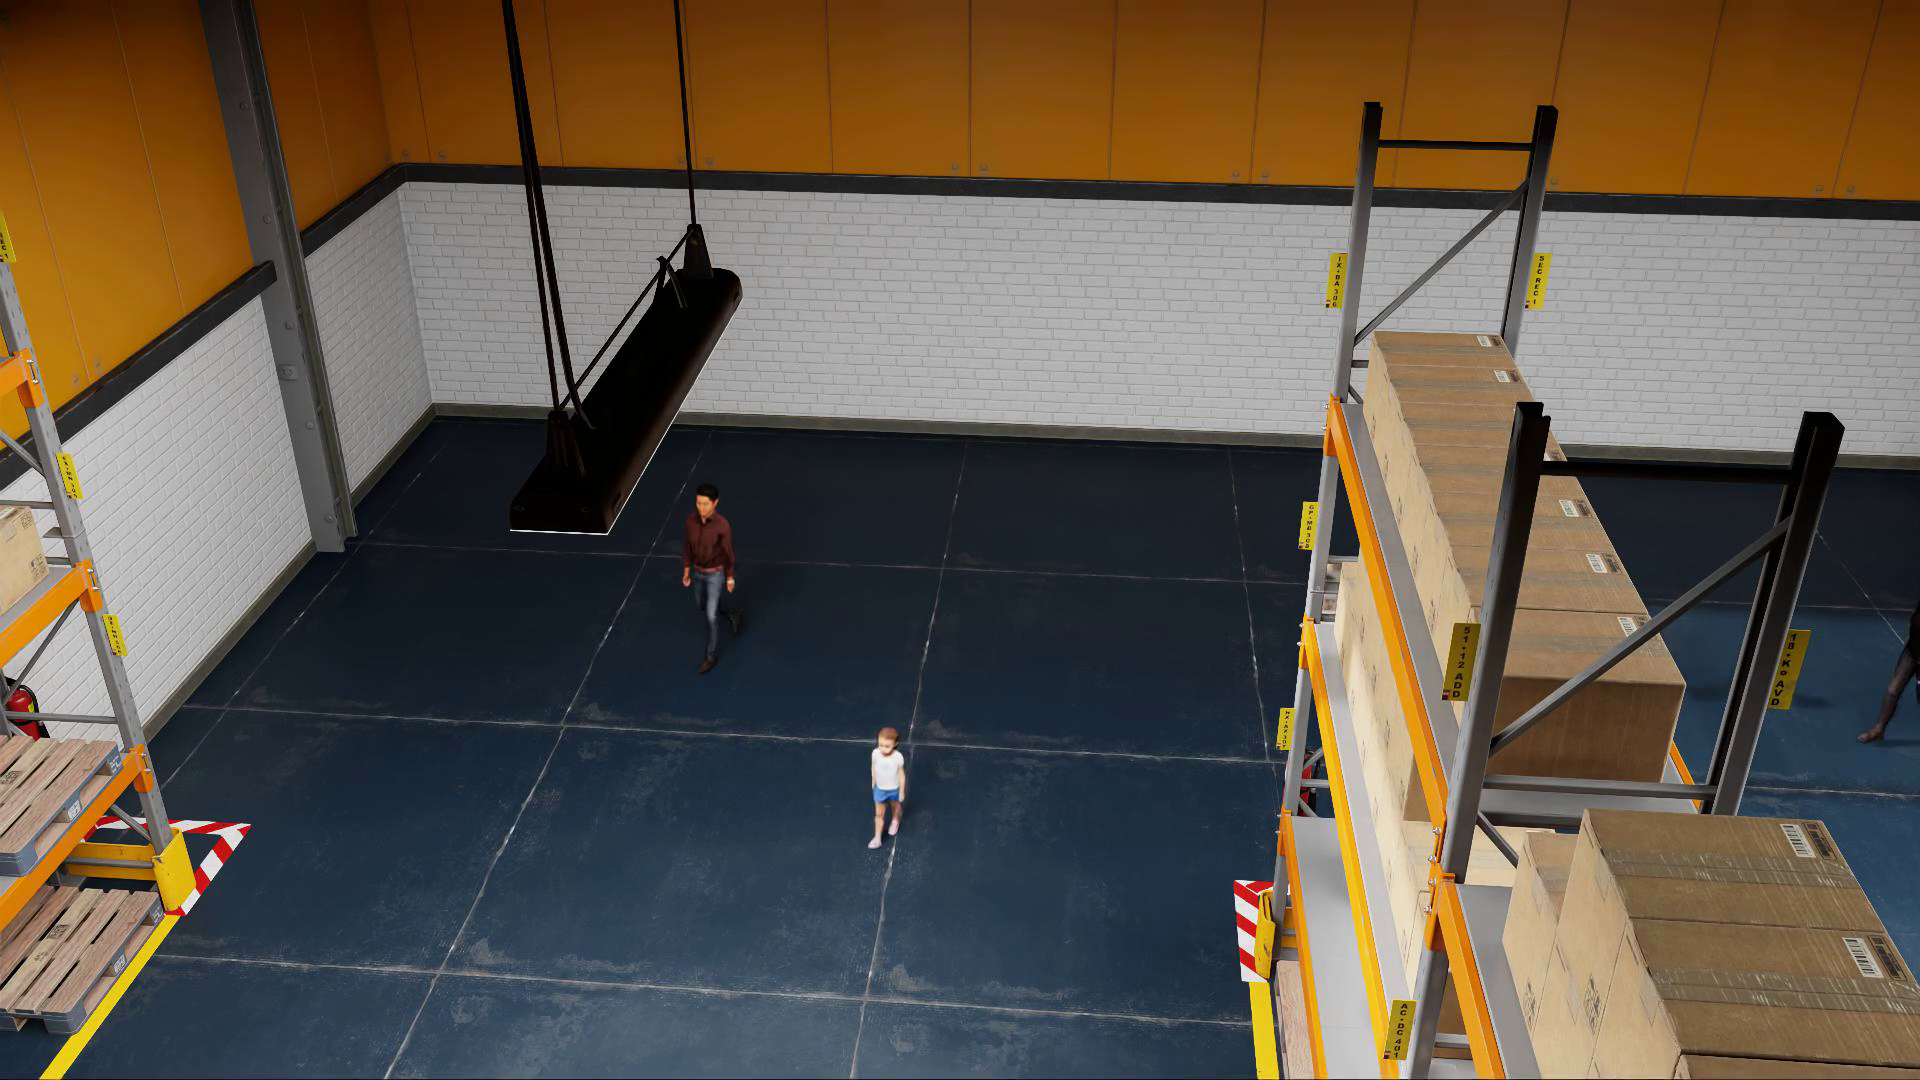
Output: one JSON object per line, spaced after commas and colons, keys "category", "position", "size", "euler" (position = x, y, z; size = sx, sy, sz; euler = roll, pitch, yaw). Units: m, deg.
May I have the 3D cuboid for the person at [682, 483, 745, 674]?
{"category": "person", "position": [-2.191, 0.268, 14.820], "size": [0.921, 1.760, 1.138], "euler": [14, 32, 24]}

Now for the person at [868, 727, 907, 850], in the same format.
{"category": "person", "position": [-0.527, 1.842, 12.726], "size": [0.510, 1.002, 0.708], "euler": [8, 30, 14]}

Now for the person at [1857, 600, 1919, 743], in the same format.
{"category": "person", "position": [7.970, 0.985, 13.654], "size": [0.892, 1.617, 1.026], "euler": [-9, 30, -16]}
